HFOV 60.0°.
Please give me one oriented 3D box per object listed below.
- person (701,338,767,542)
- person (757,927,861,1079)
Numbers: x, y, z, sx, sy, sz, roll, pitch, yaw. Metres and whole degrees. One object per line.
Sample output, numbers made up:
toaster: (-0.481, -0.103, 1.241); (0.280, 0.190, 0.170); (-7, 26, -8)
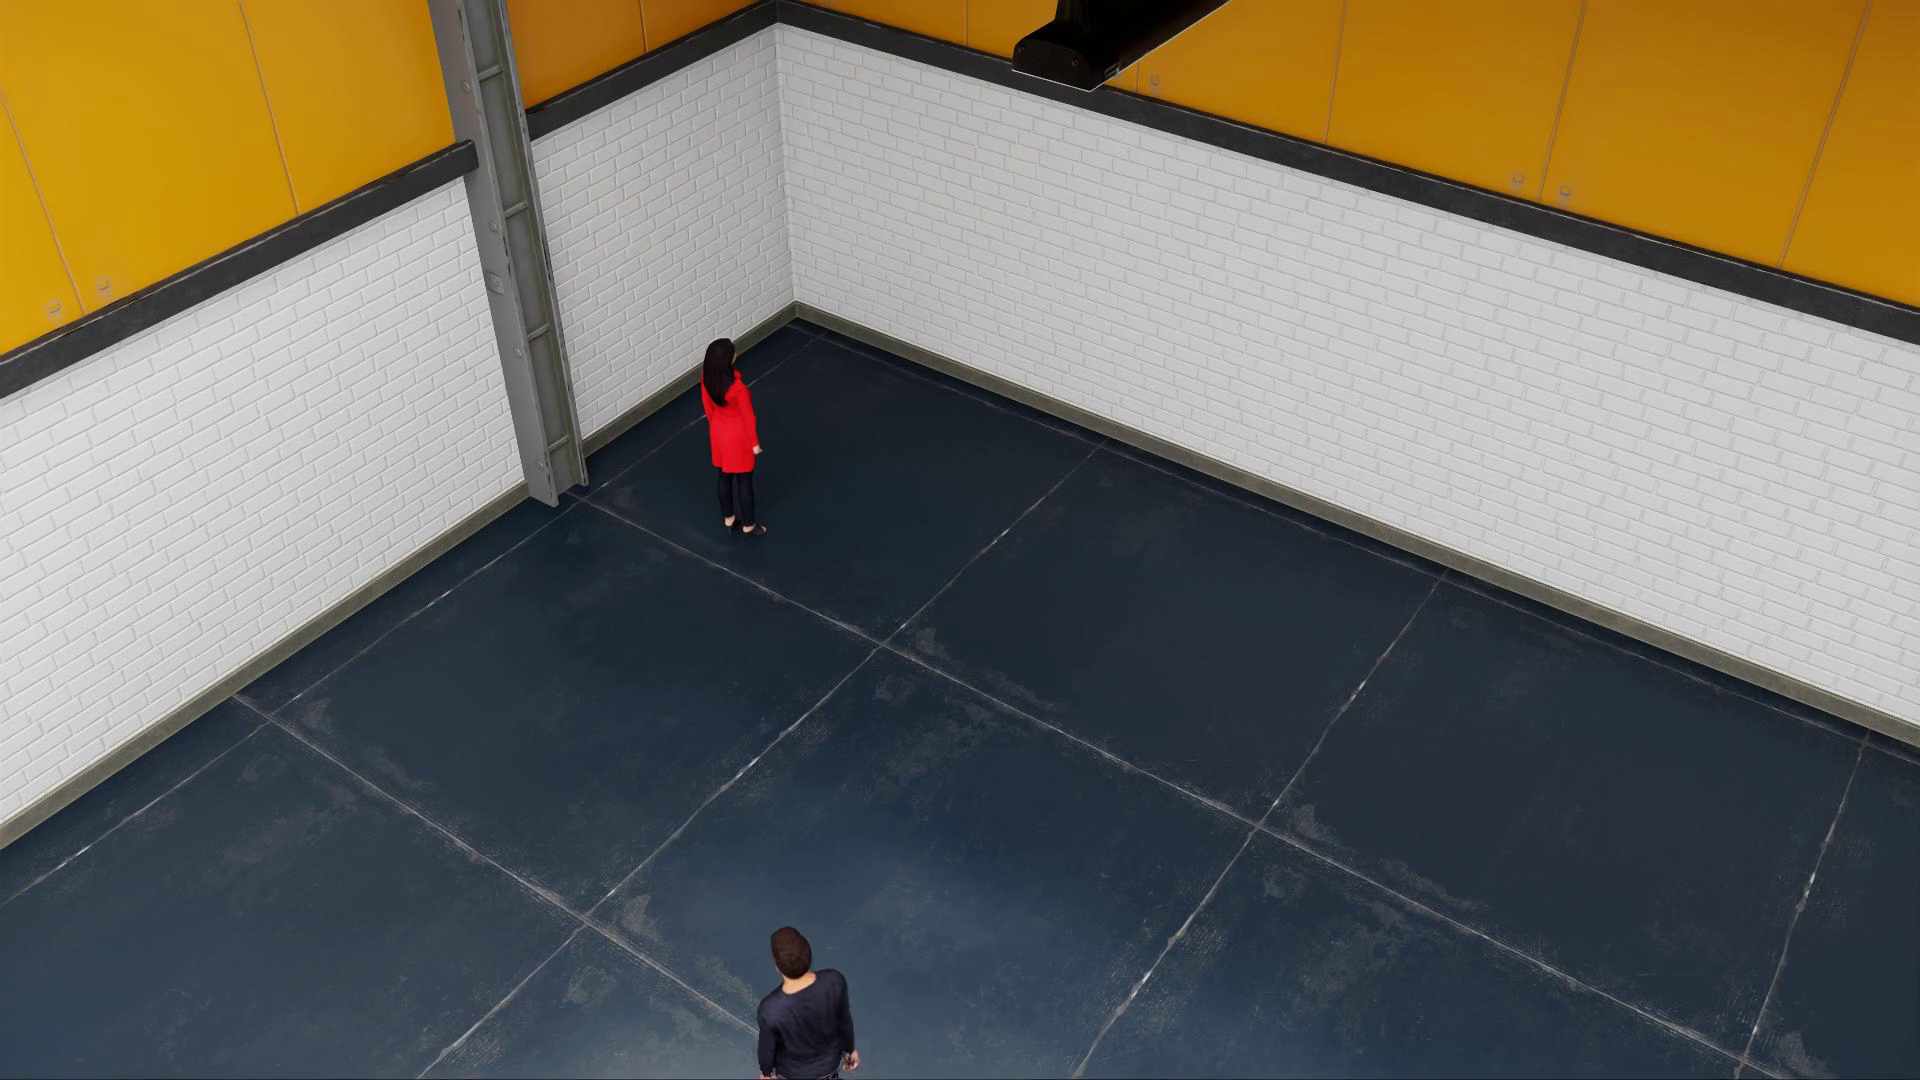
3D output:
person: (-1.698, -0.749, 12.417); (0.611, 1.747, 0.604); (22, 44, 25)
person: (-0.686, 2.608, 8.125); (0.727, 1.857, 0.817); (-20, 43, -24)
